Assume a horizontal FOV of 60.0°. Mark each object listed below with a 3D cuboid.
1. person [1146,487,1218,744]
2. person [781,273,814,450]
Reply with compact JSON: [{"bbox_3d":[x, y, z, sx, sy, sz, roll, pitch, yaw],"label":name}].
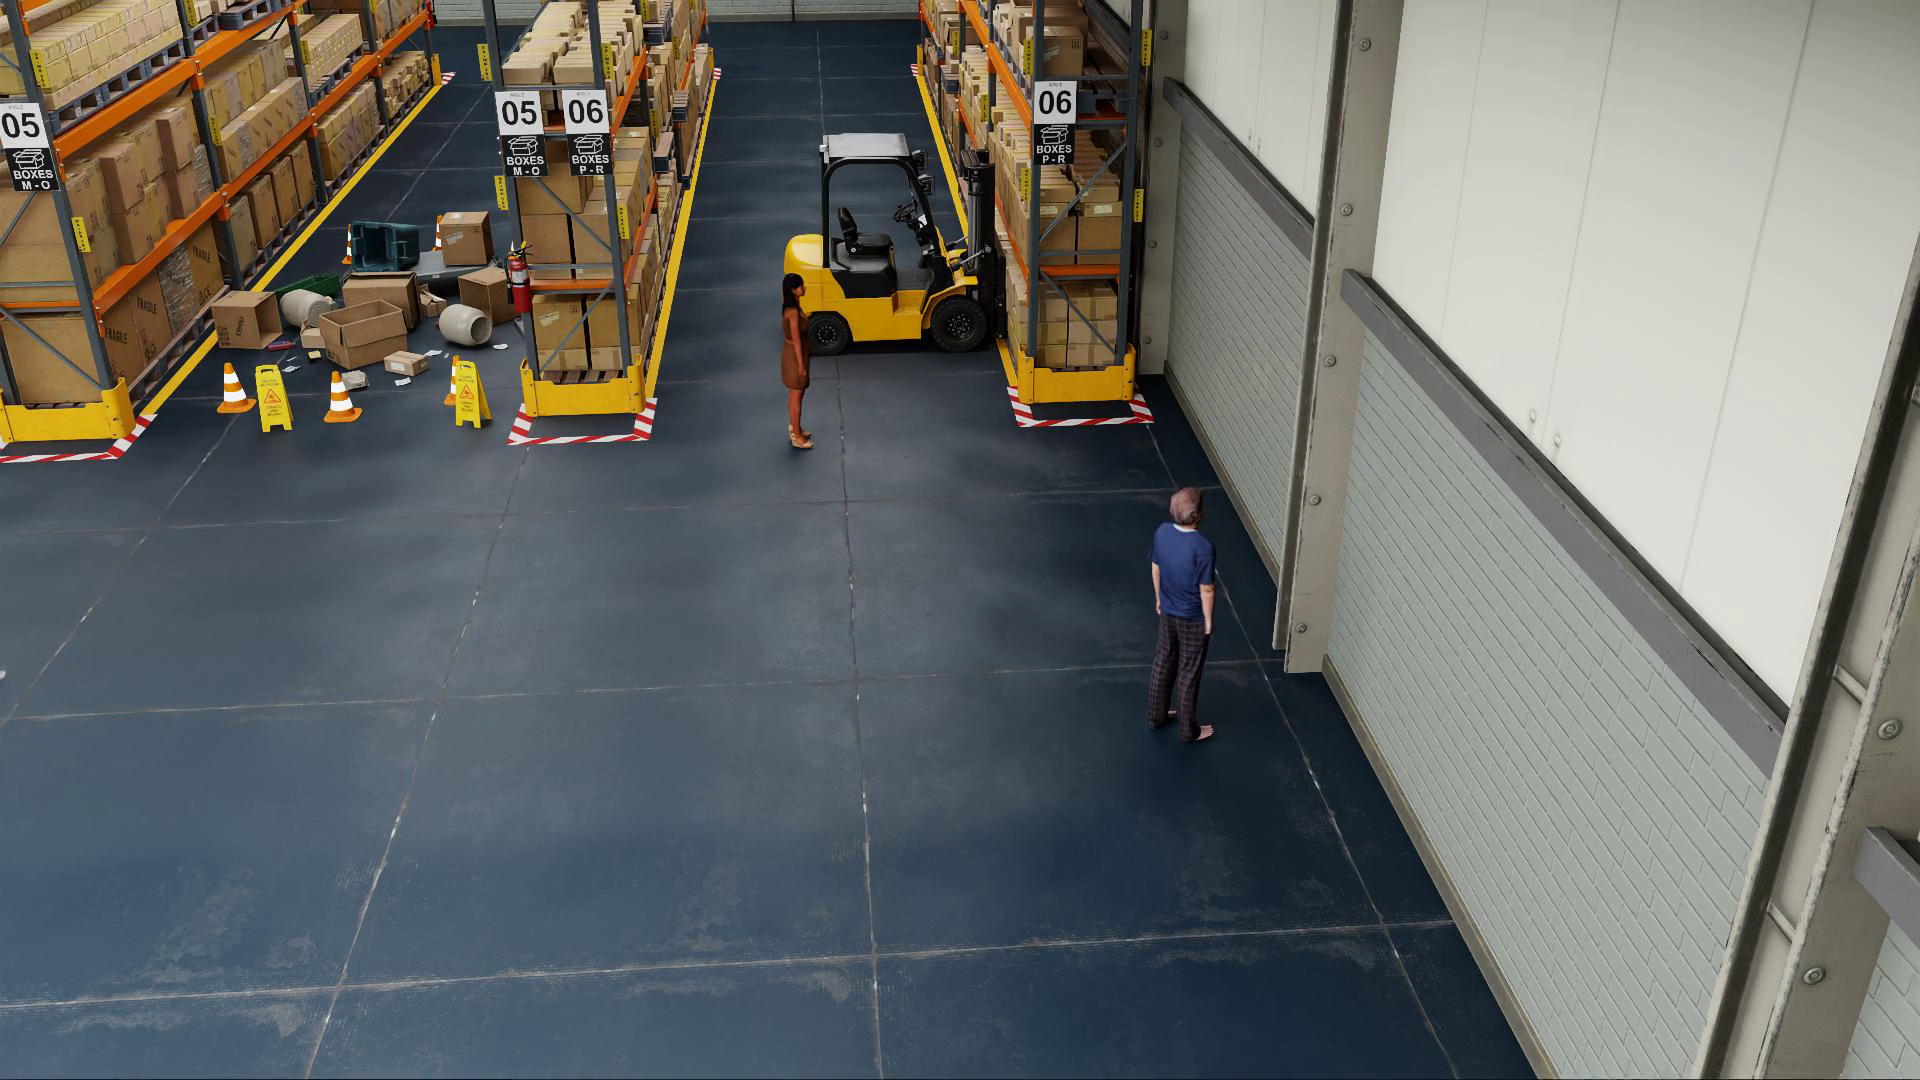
[{"bbox_3d":[1.501,0.494,11.185,0.712,1.872,0.794,25,36,39],"label":"person"},{"bbox_3d":[-1.540,-1.695,15.635,0.624,1.690,0.455,-4,28,-8],"label":"person"}]
